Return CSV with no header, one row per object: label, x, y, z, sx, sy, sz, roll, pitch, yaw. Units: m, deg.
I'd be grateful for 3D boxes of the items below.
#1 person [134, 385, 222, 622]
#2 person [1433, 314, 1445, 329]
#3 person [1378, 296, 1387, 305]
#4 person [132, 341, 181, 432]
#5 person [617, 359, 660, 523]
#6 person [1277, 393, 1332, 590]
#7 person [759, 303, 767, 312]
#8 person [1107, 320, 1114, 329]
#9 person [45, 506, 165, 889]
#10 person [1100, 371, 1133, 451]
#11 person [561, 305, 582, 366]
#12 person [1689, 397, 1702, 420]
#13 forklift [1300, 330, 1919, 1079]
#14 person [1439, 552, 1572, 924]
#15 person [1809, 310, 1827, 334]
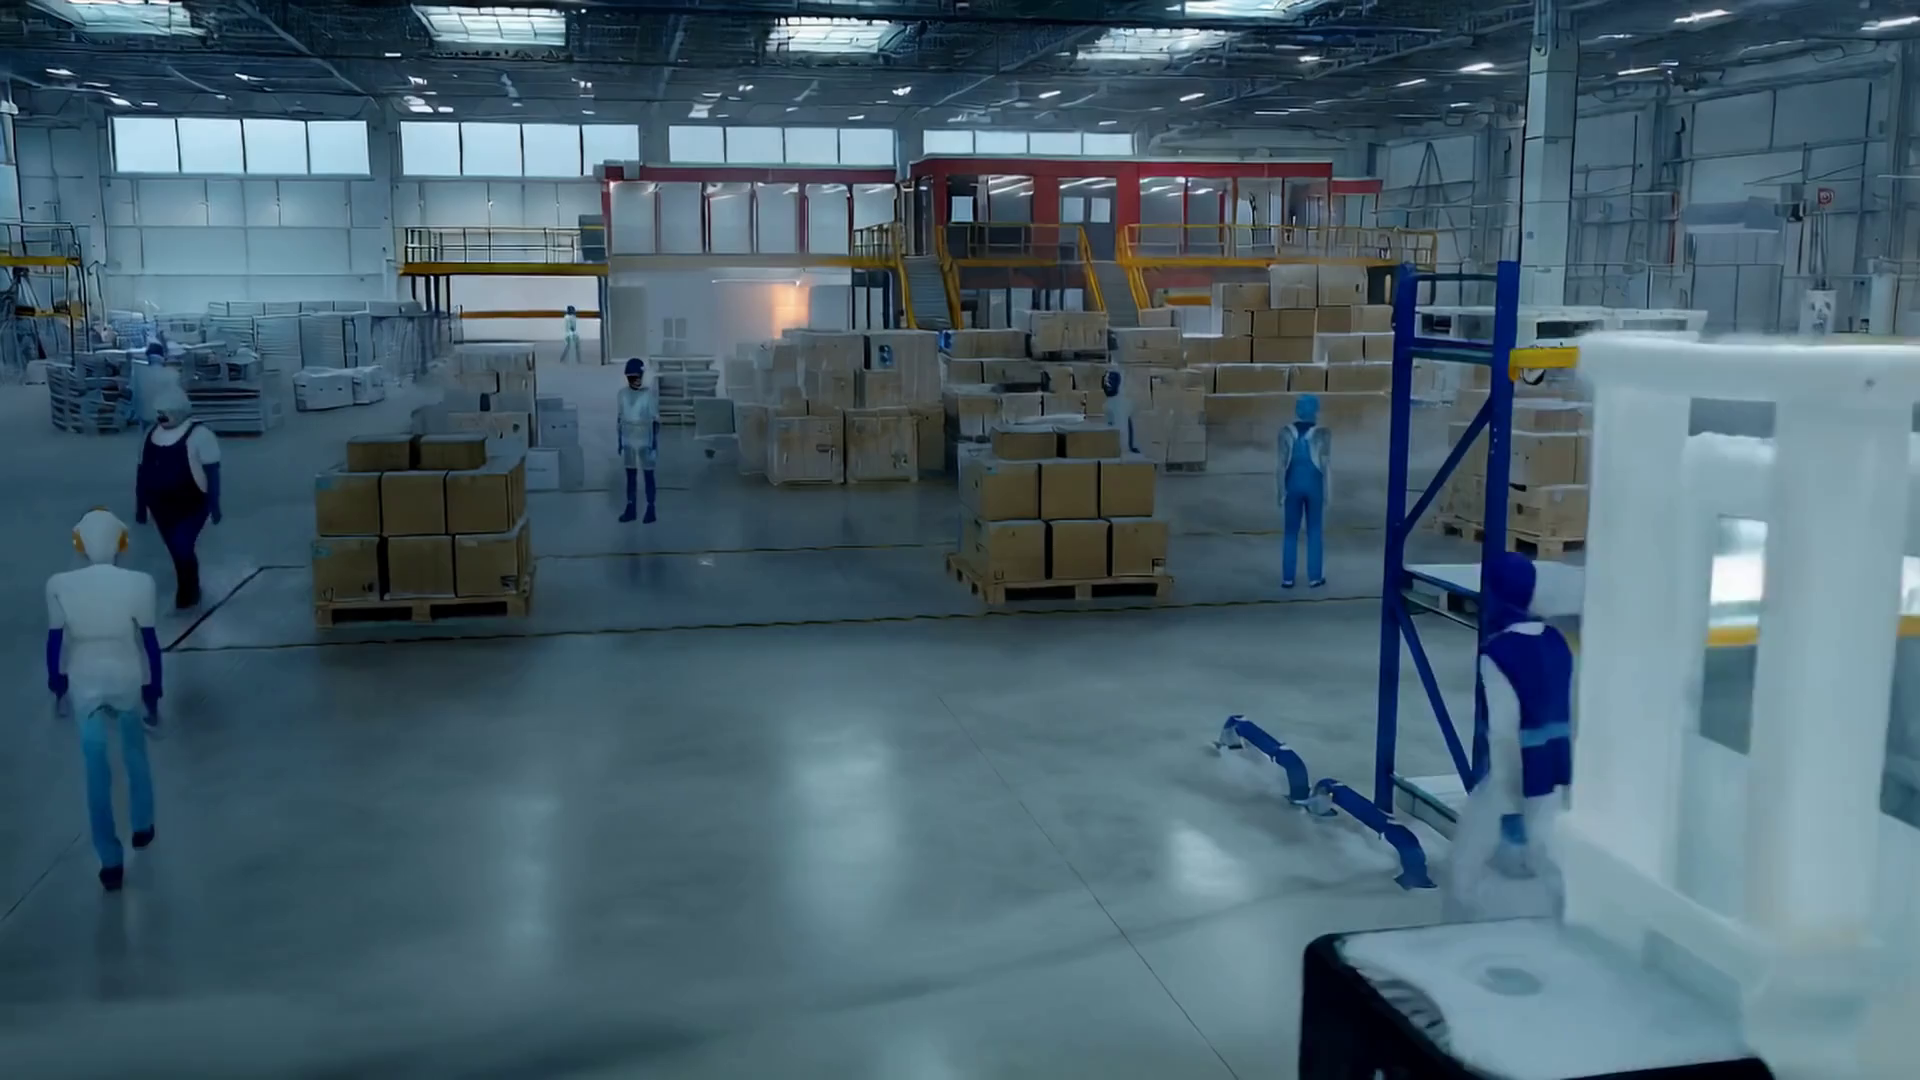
person,-6.723,-0.322,14.139,0.697,2.000,0.751,2,10,13
person,14.456,-6.182,50.563,0.841,1.814,0.632,8,12,41
person,14.590,-7.452,57.735,0.397,1.992,0.621,2,10,12
person,-10.974,-1.718,22.782,0.613,1.997,0.385,-7,11,-35
person,-3.792,-1.162,19.568,0.543,1.939,0.360,3,10,18
person,3.210,-0.453,15.542,0.506,1.843,0.351,4,10,24
person,-6.913,-7.419,57.945,0.542,1.855,0.524,7,12,36
person,3.225,-3.761,35.627,0.989,1.868,0.695,1,9,4
person,-4.251,0.745,8.283,0.530,1.834,0.896,-5,10,-26
person,1.685,-1.004,18.979,0.933,1.823,0.504,6,11,32
person,-11.941,-6.278,51.018,0.579,1.857,0.828,-9,13,-43
person,14.227,-3.313,32.792,0.966,1.897,0.633,6,11,32
forklift,1.976,0.847,4.461,1.873,2.768,1.129,-2,10,-12
person,2.343,0.984,6.755,0.603,1.866,1.018,-8,12,-40
person,21.666,-4.843,42.043,0.585,1.928,0.365,-7,12,-37
